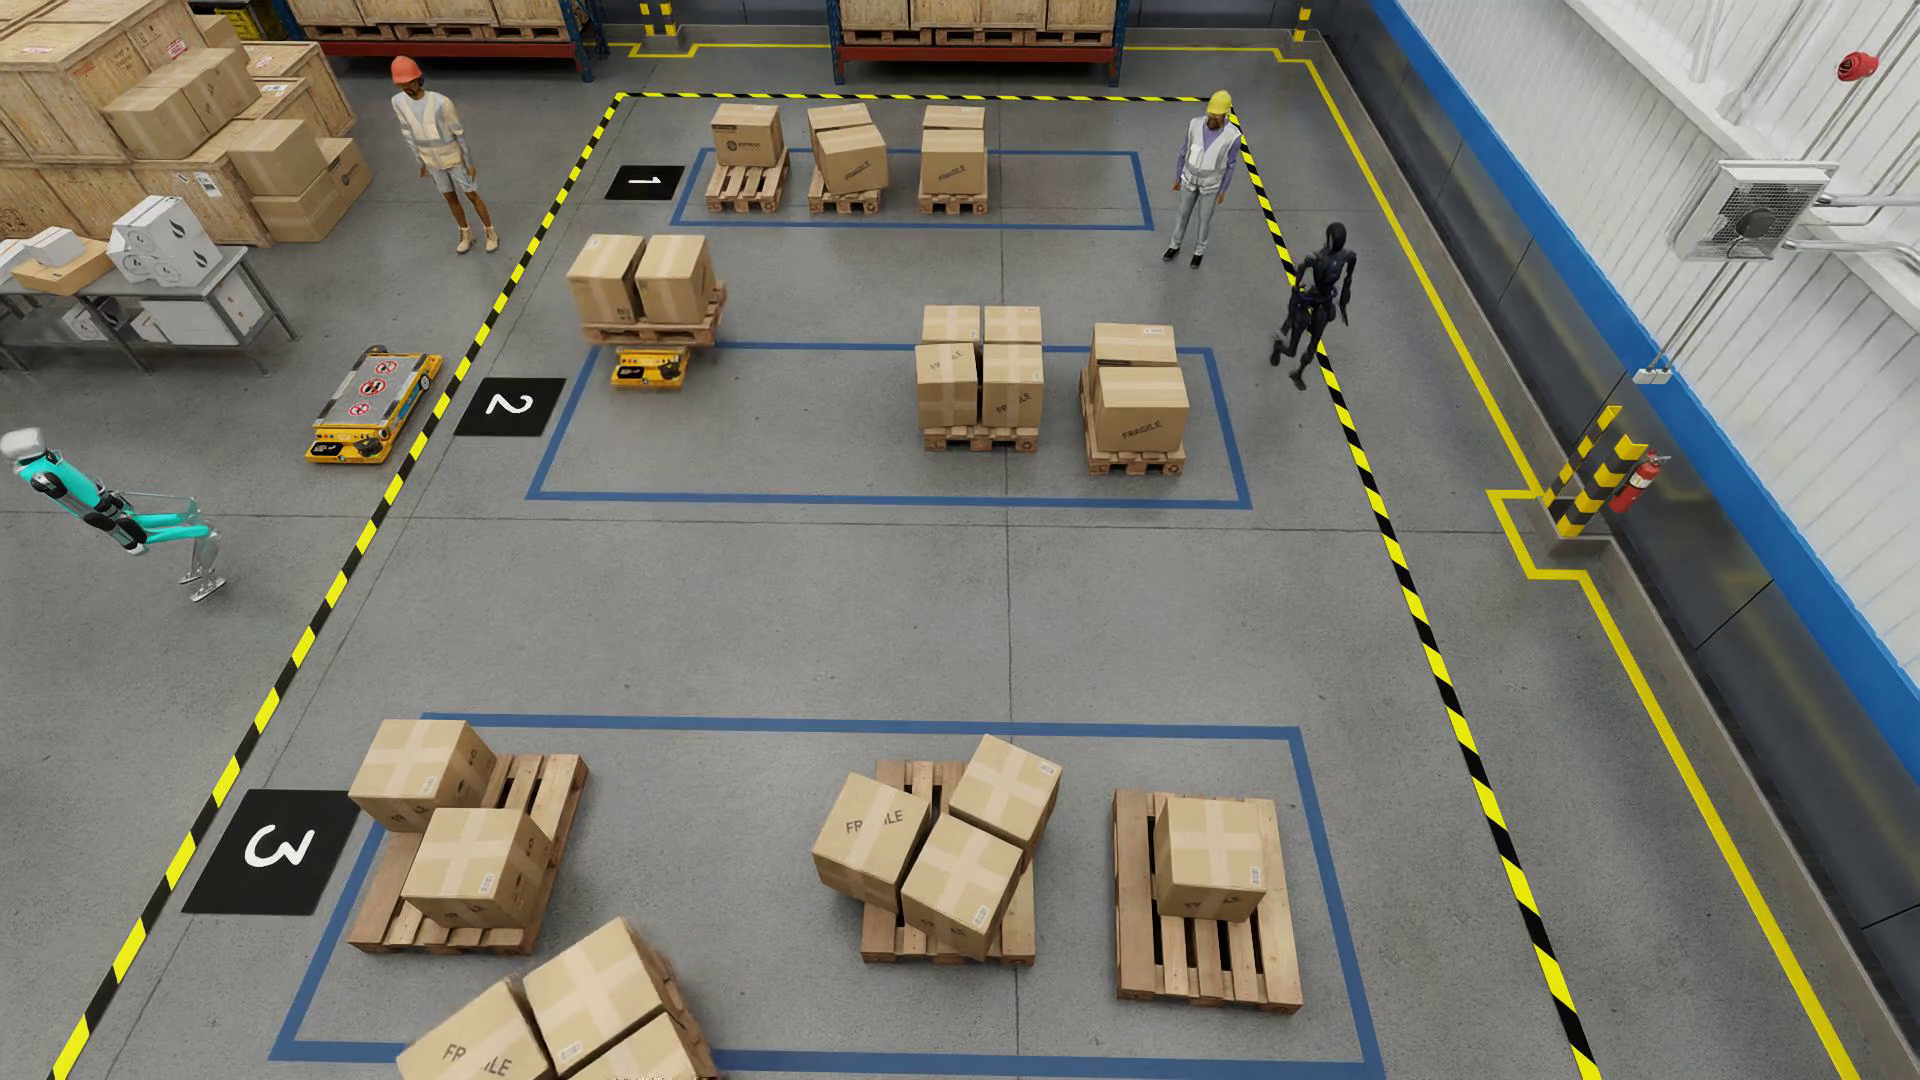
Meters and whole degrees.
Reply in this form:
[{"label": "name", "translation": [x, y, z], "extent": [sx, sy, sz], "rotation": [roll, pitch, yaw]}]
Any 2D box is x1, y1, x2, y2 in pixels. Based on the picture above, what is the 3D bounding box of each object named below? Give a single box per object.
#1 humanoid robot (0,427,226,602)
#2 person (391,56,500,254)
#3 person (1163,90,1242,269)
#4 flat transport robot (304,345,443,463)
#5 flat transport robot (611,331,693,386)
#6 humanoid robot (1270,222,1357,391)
[{"label": "humanoid robot", "translation": [-5.798, -0.232, 6.513], "extent": [0.735, 1.677, 0.533], "rotation": [-36, 58, -26]}, {"label": "person", "translation": [-5.385, -3.964, 9.558], "extent": [0.606, 2.048, 0.365], "rotation": [-1, 50, -1]}, {"label": "person", "translation": [2.496, -3.705, 9.474], "extent": [0.589, 1.837, 0.404], "rotation": [23, 54, 18]}, {"label": "flat transport robot", "translation": [-5.383, -1.269, 8.441], "extent": [0.659, 0.231, 1.431], "rotation": [1, 50, 1]}, {"label": "flat transport robot", "translation": [-2.963, -2.070, 9.100], "extent": [0.652, 0.197, 1.431], "rotation": [1, 50, 1]}, {"label": "humanoid robot", "translation": [3.188, -2.109, 8.229], "extent": [0.600, 1.650, 0.451], "rotation": [-7, 50, -6]}]
